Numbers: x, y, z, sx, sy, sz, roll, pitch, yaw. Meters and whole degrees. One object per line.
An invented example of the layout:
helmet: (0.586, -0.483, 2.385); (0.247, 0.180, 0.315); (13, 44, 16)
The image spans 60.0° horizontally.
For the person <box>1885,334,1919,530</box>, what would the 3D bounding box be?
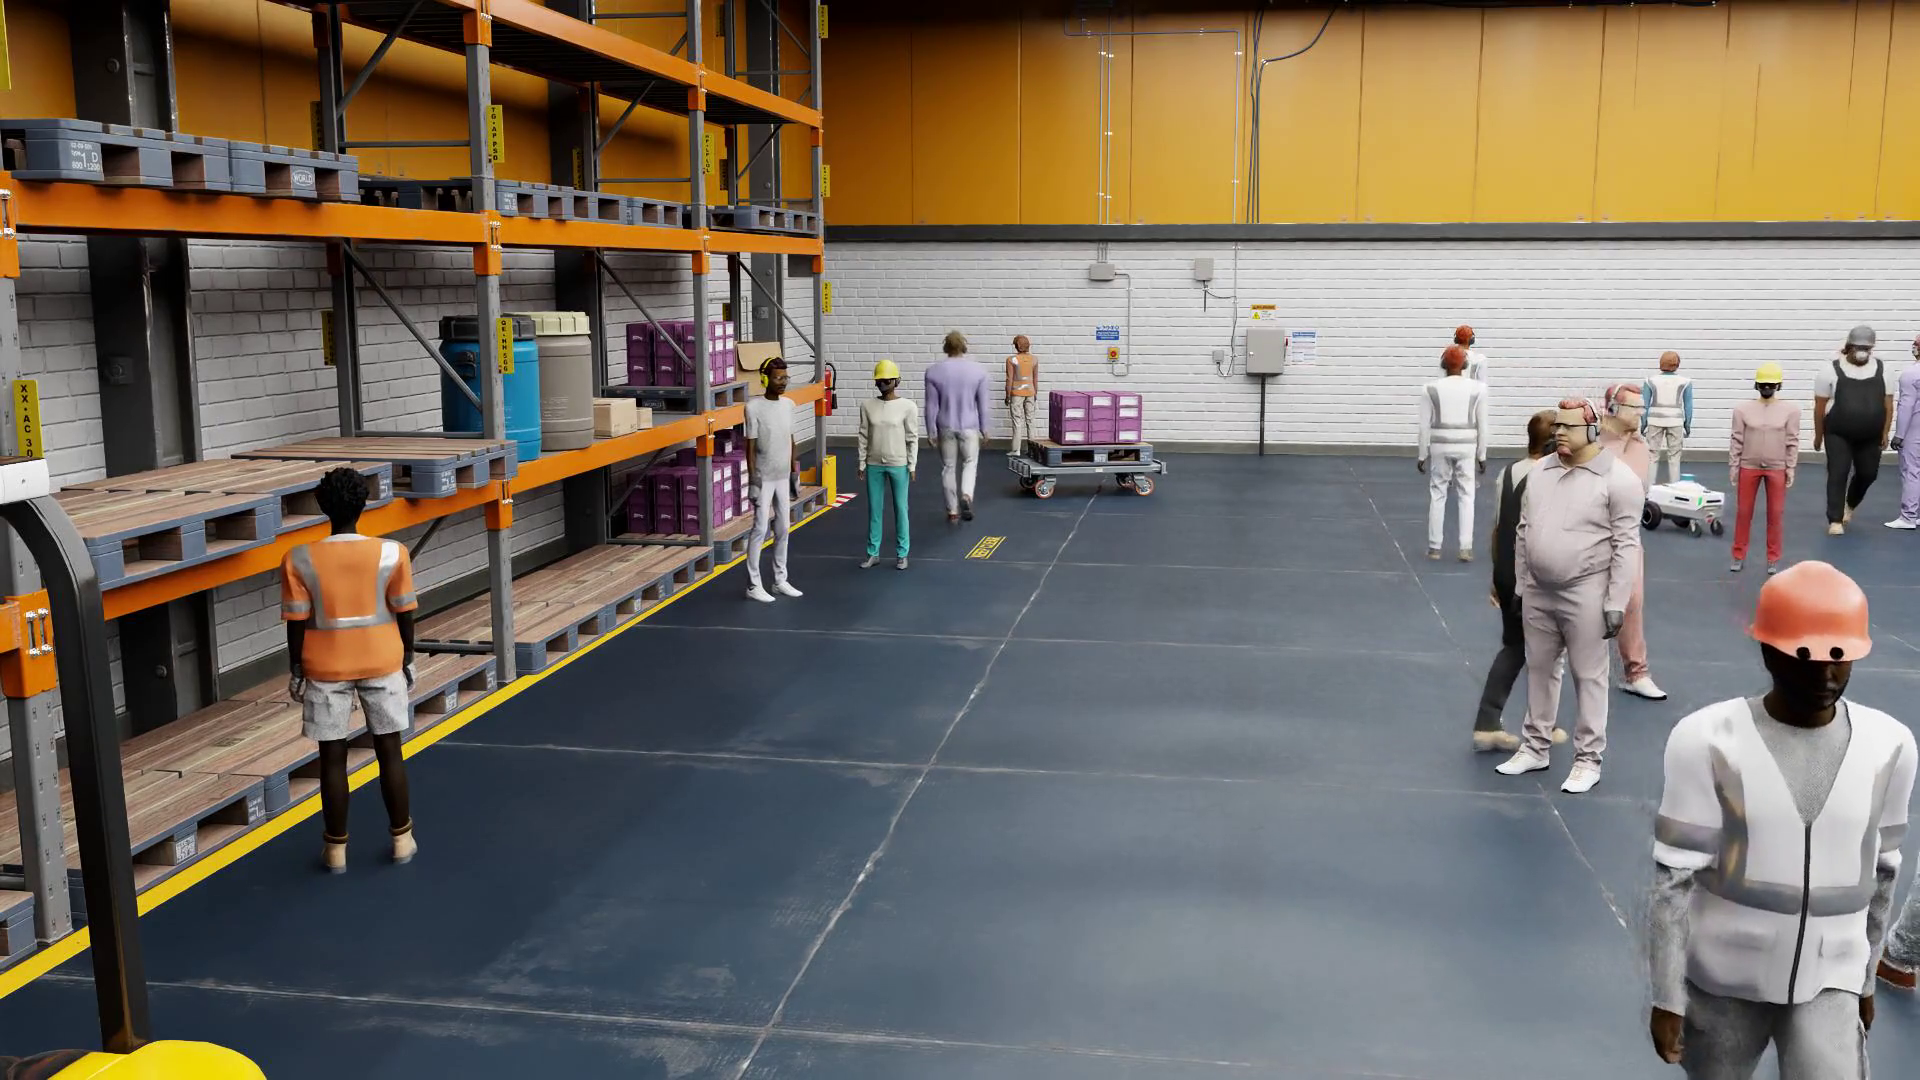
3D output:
person: (9.298, -1.048, 16.134); (0.649, 1.904, 0.401); (-3, 10, -18)

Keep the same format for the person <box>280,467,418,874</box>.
person: (-2.538, 0.543, 6.958); (0.540, 1.695, 0.317); (-4, 10, -24)

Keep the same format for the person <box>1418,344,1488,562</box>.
person: (4.261, -0.753, 14.385); (0.577, 1.883, 0.345); (2, 10, 14)

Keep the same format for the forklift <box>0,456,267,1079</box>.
forklift: (-2.328, 0.975, 2.765); (2.313, 2.155, 1.214); (1, 9, 9)

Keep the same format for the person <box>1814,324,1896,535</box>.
person: (8.562, -1.090, 15.972); (0.693, 2.000, 0.767); (2, 9, 14)

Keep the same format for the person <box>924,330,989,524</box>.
person: (-0.038, -1.097, 16.352); (0.646, 1.928, 0.536); (0, 9, 0)

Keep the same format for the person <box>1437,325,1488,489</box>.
person: (5.766, -1.520, 19.103); (0.574, 1.885, 0.355); (5, 11, 30)

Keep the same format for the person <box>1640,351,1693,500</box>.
person: (7.681, -1.236, 18.109); (0.523, 1.638, 0.310); (4, 10, 25)

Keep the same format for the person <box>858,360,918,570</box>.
person: (-0.610, -0.627, 13.958); (0.524, 1.769, 0.314); (2, 10, 15)

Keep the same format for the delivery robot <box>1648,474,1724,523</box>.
delivery robot: (6.945, -0.386, 15.911); (0.477, 0.478, 0.707); (-3, 10, -21)

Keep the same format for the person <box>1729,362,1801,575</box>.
person: (6.637, -0.587, 13.747); (0.517, 1.757, 0.348); (5, 10, 26)

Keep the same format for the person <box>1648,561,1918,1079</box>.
person: (1.858, 0.960, 3.833); (0.563, 1.886, 1.005); (2, 9, 10)

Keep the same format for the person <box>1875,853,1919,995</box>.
person: (3.438, 0.707, 5.403); (0.644, 1.886, 1.048); (-3, 10, -16)

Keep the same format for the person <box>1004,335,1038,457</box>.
person: (0.833, -1.938, 22.432); (0.515, 1.641, 0.309); (-6, 11, -31)

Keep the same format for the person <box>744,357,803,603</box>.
person: (-1.425, -0.458, 12.651); (0.320, 1.860, 0.505); (8, 12, 41)

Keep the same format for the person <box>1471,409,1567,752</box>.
person: (2.981, 0.229, 8.572); (0.636, 1.809, 0.578); (-4, 10, -22)

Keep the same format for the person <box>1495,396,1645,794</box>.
person: (2.939, 0.259, 8.064); (0.407, 1.910, 0.638); (-6, 11, -34)

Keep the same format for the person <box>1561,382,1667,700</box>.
person: (3.867, -0.029, 10.023); (0.642, 1.856, 1.035); (-3, 10, -15)
